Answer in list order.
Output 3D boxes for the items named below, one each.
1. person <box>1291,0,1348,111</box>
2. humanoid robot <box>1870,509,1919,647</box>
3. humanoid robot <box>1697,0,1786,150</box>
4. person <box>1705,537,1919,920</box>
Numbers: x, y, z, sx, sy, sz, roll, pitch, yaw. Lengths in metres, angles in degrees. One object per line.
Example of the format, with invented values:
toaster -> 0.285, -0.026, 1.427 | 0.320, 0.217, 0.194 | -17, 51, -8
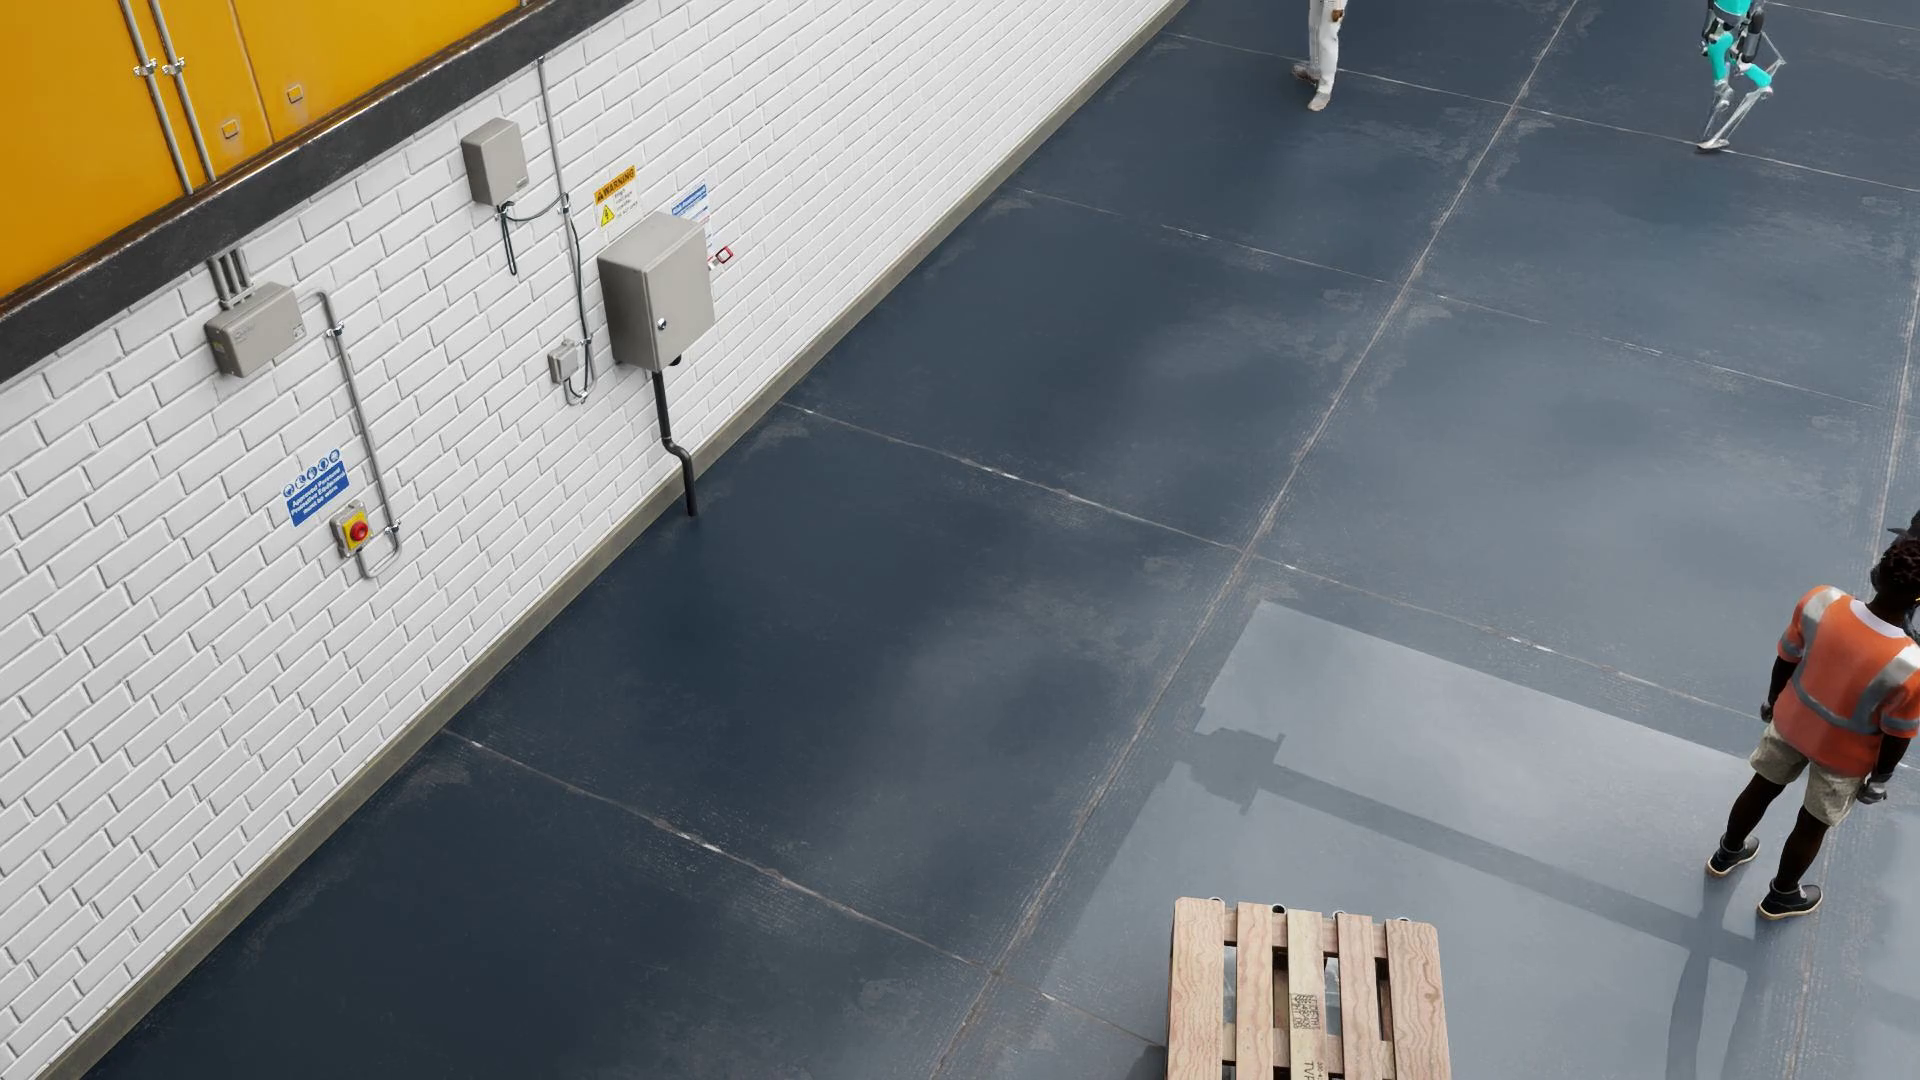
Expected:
person -> 2.767, -4.176, 12.473 | 0.399, 1.848, 0.750 | -12, 42, -14
humanoid robot -> 4.712, -0.114, 7.884 | 0.603, 1.648, 0.391 | -28, 48, -29
humanoid robot -> 5.605, -3.508, 11.870 | 0.743, 1.893, 0.538 | -12, 42, -13
person -> 3.476, 0.768, 6.650 | 0.366, 1.965, 0.607 | -20, 45, -22
